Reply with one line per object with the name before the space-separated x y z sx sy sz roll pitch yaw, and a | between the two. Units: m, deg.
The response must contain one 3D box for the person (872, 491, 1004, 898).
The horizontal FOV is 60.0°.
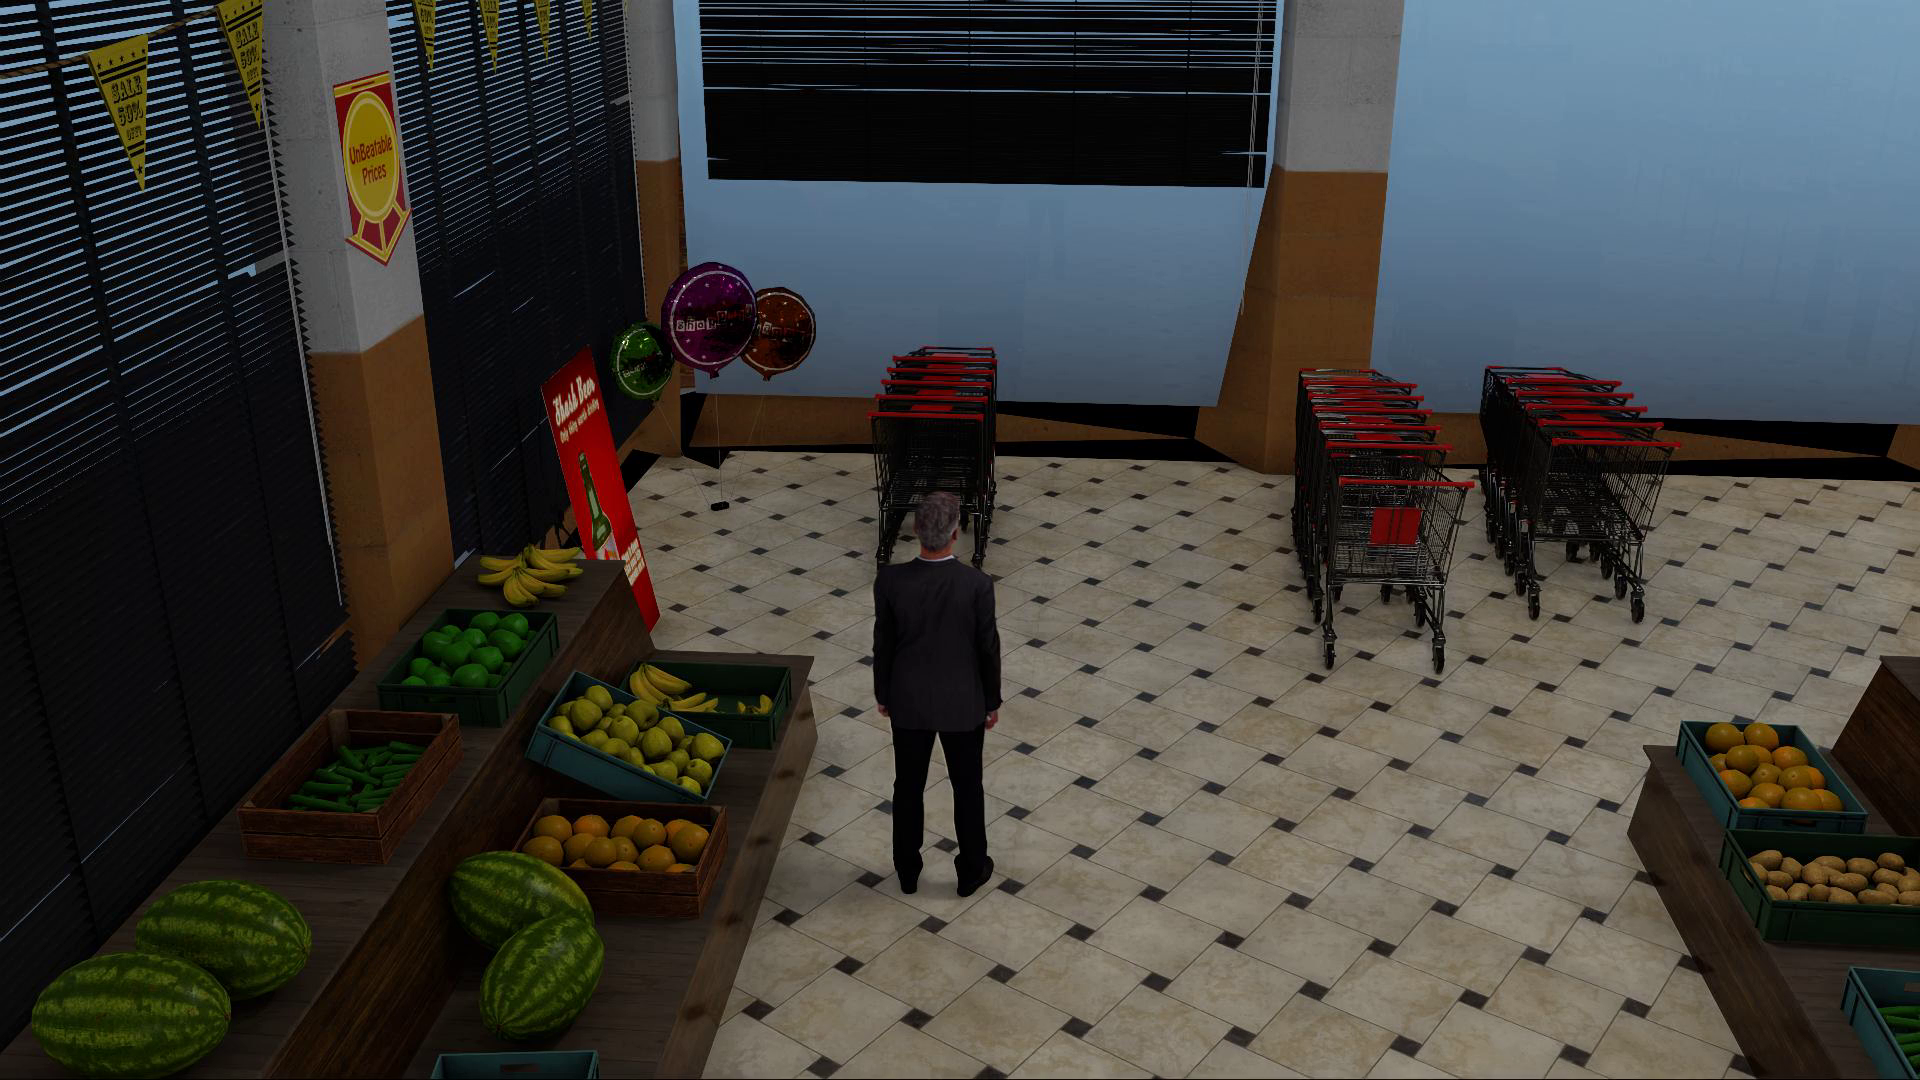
person | -0.093 0.659 7.012 0.709 1.842 0.590 3 22 7
